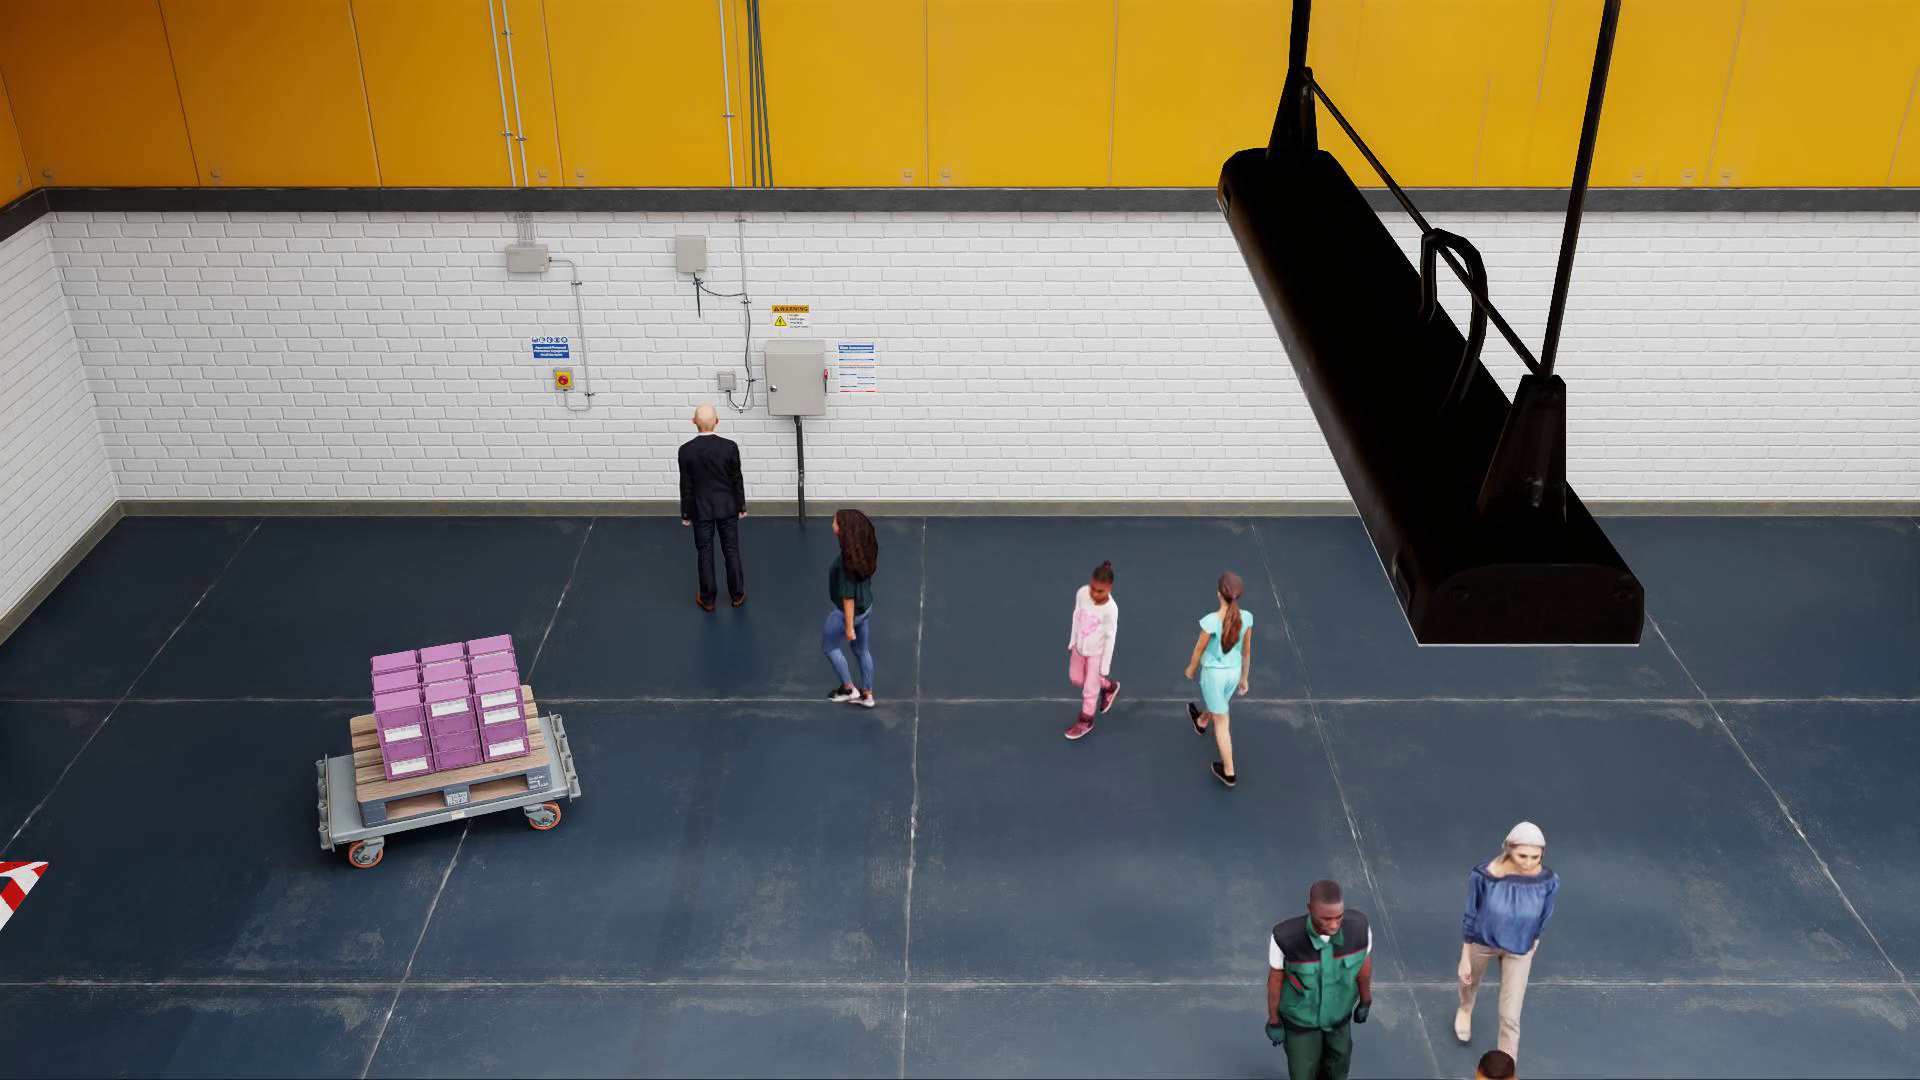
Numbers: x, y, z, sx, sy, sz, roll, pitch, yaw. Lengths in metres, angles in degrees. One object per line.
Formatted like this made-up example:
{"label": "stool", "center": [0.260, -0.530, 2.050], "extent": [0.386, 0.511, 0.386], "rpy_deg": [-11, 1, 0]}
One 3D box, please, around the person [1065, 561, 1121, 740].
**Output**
{"label": "person", "center": [0.993, 0.744, 11.873], "extent": [0.872, 1.437, 0.827], "rpy_deg": [-21, 35, -33]}

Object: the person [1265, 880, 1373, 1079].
{"label": "person", "center": [1.790, 2.364, 8.508], "extent": [0.815, 1.817, 0.975], "rpy_deg": [-6, 29, -11]}

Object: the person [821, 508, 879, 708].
{"label": "person", "center": [-0.711, 0.529, 12.093], "extent": [0.765, 1.605, 0.687], "rpy_deg": [11, 30, 19]}

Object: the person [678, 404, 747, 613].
{"label": "person", "center": [-1.976, -0.257, 13.329], "extent": [0.731, 1.800, 0.673], "rpy_deg": [-7, 29, -13]}

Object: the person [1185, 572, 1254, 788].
{"label": "person", "center": [1.817, 0.978, 11.366], "extent": [0.813, 1.513, 1.116], "rpy_deg": [-11, 30, -19]}

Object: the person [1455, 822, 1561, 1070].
{"label": "person", "center": [2.903, 2.165, 9.049], "extent": [0.768, 1.648, 1.159], "rpy_deg": [6, 29, 10]}
